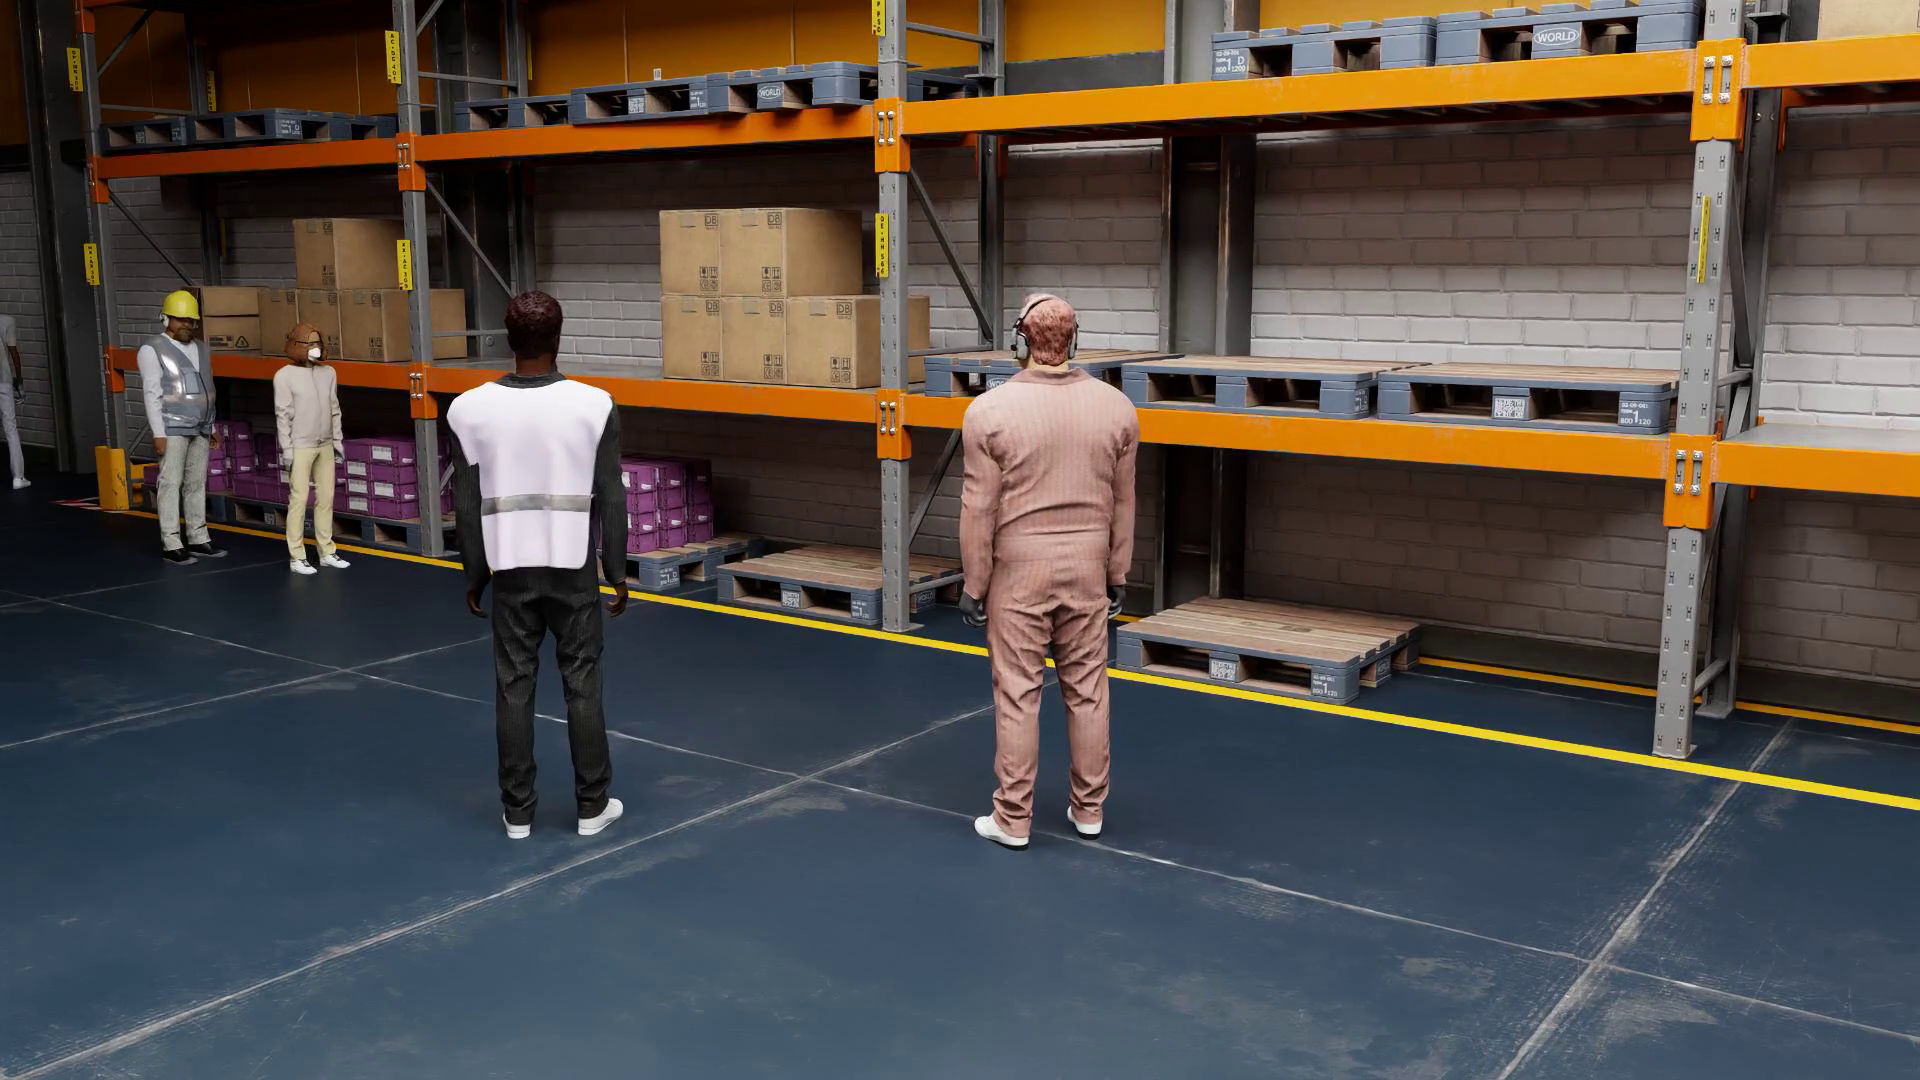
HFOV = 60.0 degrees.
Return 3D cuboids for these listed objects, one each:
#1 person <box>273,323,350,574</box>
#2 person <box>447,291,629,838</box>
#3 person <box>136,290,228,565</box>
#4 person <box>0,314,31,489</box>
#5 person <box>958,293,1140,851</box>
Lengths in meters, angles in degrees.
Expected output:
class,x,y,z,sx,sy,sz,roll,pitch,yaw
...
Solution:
class,x,y,z,sx,sy,sz,roll,pitch,yaw
person,-4.217,-0.592,10.807,0.283,1.625,0.493,4,10,24
person,-1.455,0.099,5.812,0.592,1.919,0.392,-1,10,-6
person,-5.210,-0.756,11.186,0.404,1.825,0.587,3,10,16
person,-8.570,-1.368,14.717,0.519,1.865,0.328,-4,10,-25
person,0.288,0.115,5.742,0.641,1.913,0.407,-4,10,-20
